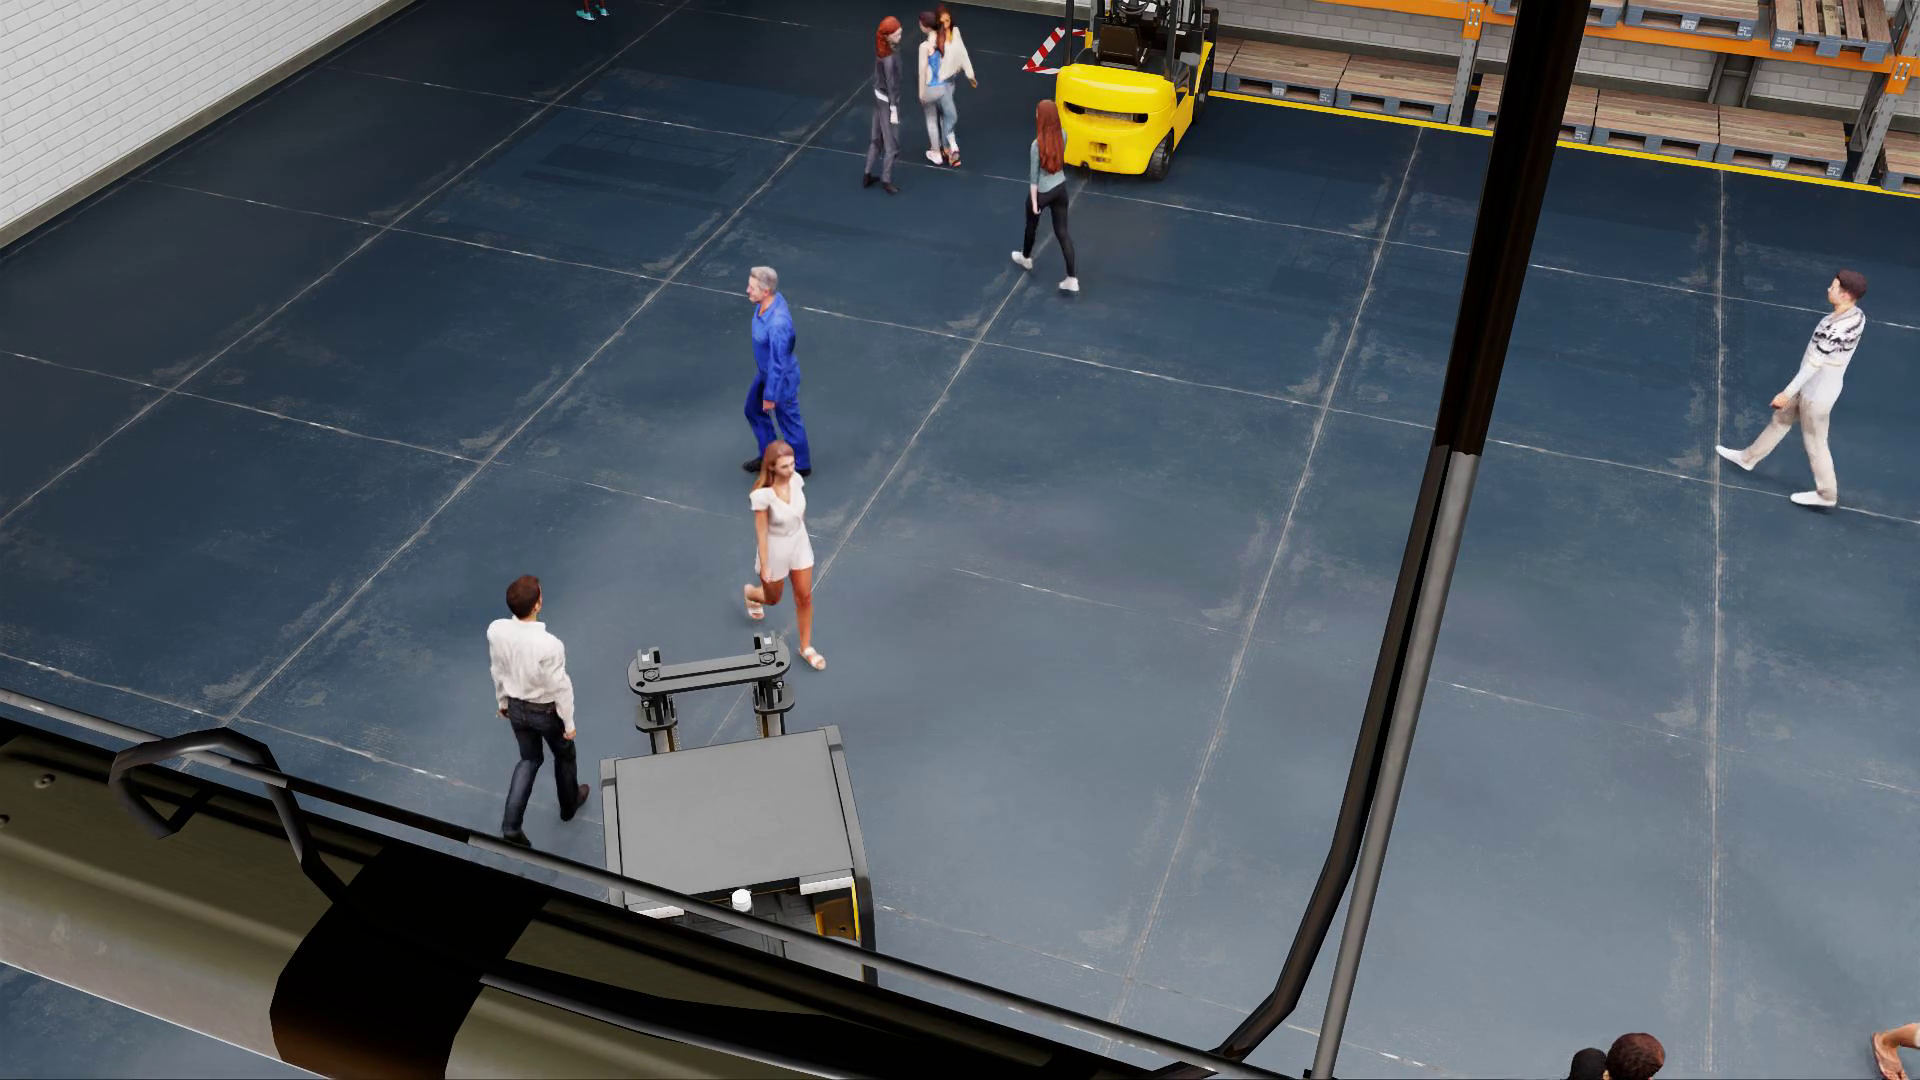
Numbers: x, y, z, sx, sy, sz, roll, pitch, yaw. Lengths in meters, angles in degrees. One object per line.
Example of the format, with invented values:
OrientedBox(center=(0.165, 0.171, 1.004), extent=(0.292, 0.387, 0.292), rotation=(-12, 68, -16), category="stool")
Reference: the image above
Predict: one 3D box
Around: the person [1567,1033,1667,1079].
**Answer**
OrientedBox(center=(2.609, 2.754, 7.272), extent=(1.262, 1.813, 1.146), rotation=(-13, 40, -15), category="person")

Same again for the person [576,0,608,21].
OrientedBox(center=(-4.420, -7.023, 19.584), extent=(0.664, 1.725, 0.693), rotation=(-28, 46, -31), category="person")

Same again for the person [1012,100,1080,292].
OrientedBox(center=(0.832, -2.970, 14.527), extent=(1.049, 1.701, 1.182), rotation=(-21, 43, -24), category="person")

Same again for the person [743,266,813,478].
OrientedBox(center=(-1.257, -1.217, 12.243), extent=(0.972, 1.812, 0.932), rotation=(-11, 40, -14), category="person")

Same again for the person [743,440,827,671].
OrientedBox(center=(-1.196, 0.042, 10.776), extent=(0.896, 1.678, 1.090), rotation=(-29, 47, -31), category="person")

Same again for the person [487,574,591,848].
OrientedBox(center=(-2.441, 1.039, 9.395), extent=(0.897, 1.842, 0.734), rotation=(13, 40, 15), category="person")

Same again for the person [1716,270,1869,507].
OrientedBox(center=(6.277, -1.042, 12.018), extent=(1.257, 1.821, 0.928), rotation=(26, 45, 28), category="person")

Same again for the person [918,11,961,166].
OrientedBox(center=(-0.195, -4.422, 16.438), extent=(0.799, 1.585, 0.876), rotation=(-20, 43, -23), category="person")

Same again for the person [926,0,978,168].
OrientedBox(center=(-0.241, -4.566, 16.560), extent=(0.734, 1.661, 0.712), rotation=(19, 42, 22), category="person")

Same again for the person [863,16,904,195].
OrientedBox(center=(-0.716, -4.189, 16.019), extent=(0.790, 1.745, 0.752), rotation=(-11, 40, -13), category="person")
